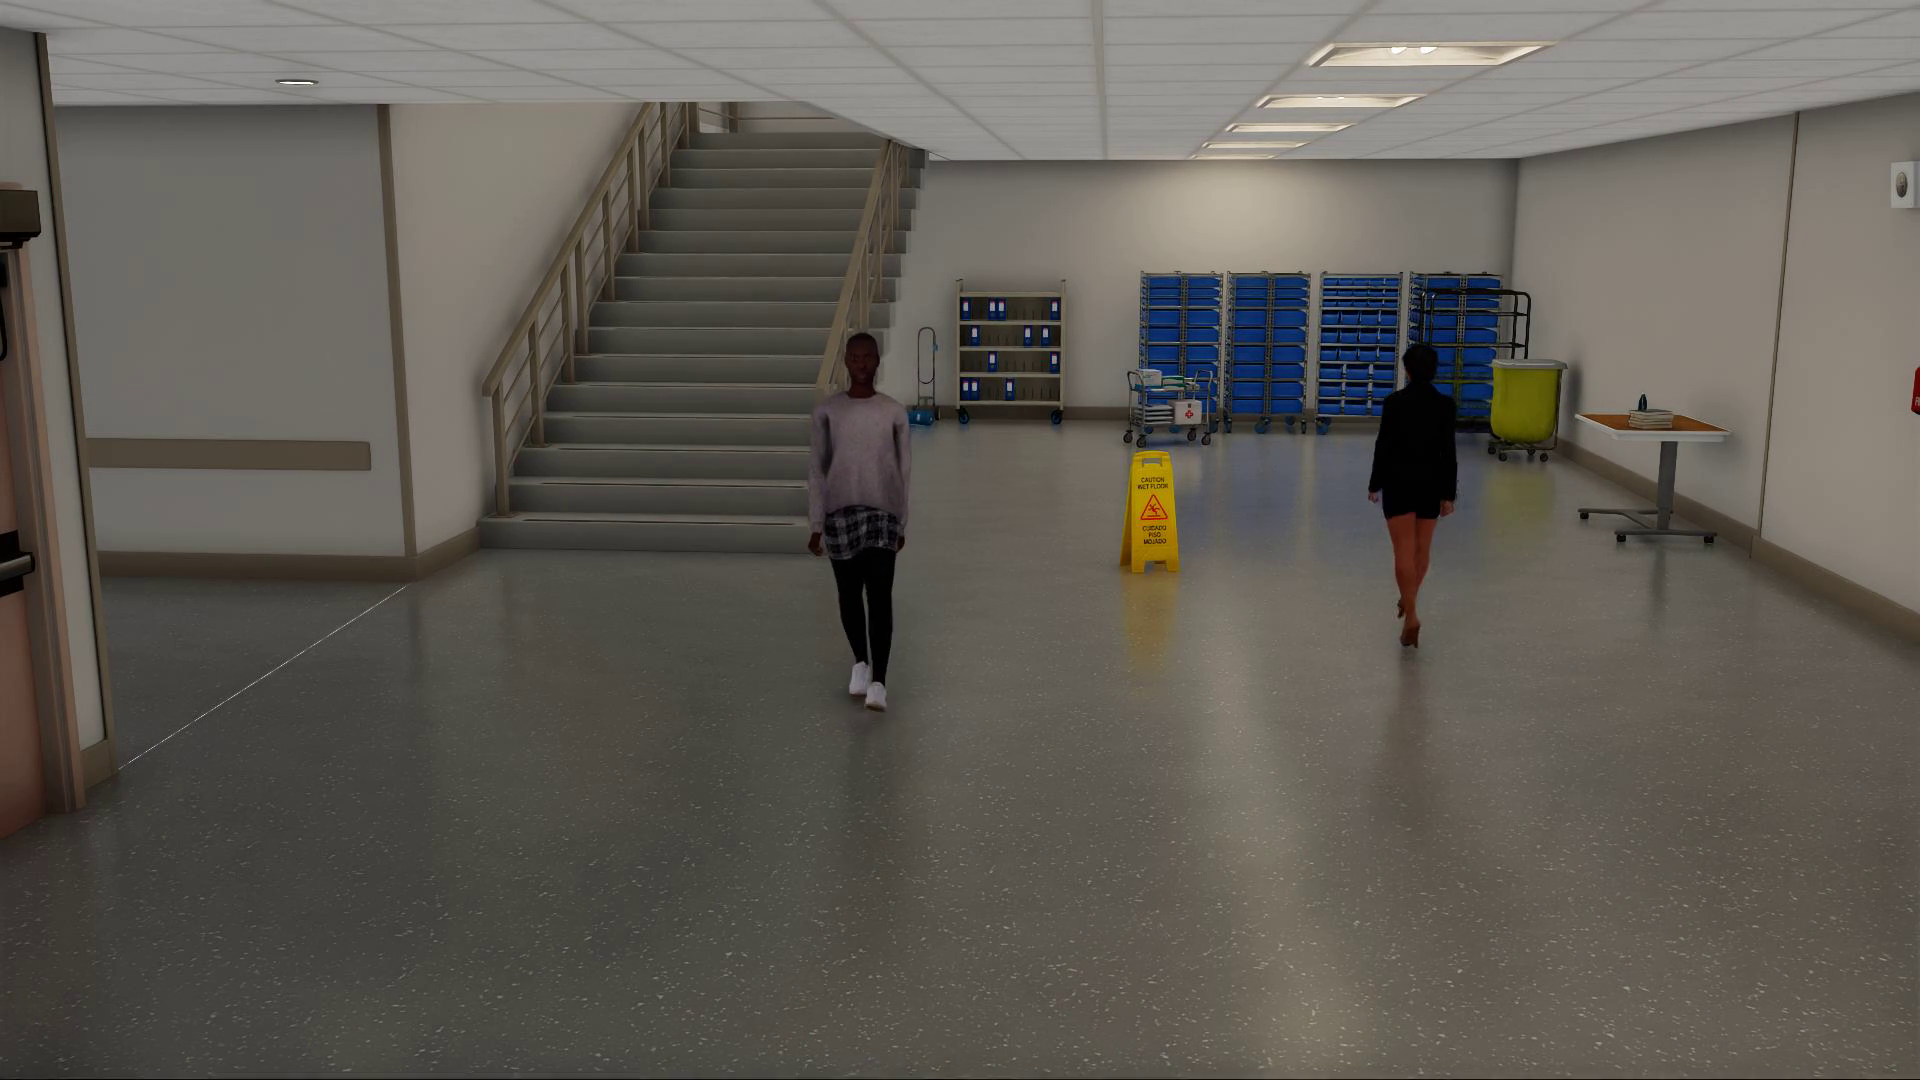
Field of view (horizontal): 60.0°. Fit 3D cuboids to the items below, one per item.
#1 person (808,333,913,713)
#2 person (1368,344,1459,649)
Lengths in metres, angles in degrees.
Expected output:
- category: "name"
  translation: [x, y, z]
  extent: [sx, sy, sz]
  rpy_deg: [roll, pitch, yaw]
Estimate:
- category: "person"
  translation: [-0.475, -0.088, 7.904]
  extent: [0.660, 1.740, 1.040]
  rpy_deg: [0, 11, 2]
- category: "person"
  translation: [2.433, -0.201, 8.875]
  extent: [0.577, 1.601, 0.992]
  rpy_deg: [1, 11, 4]
